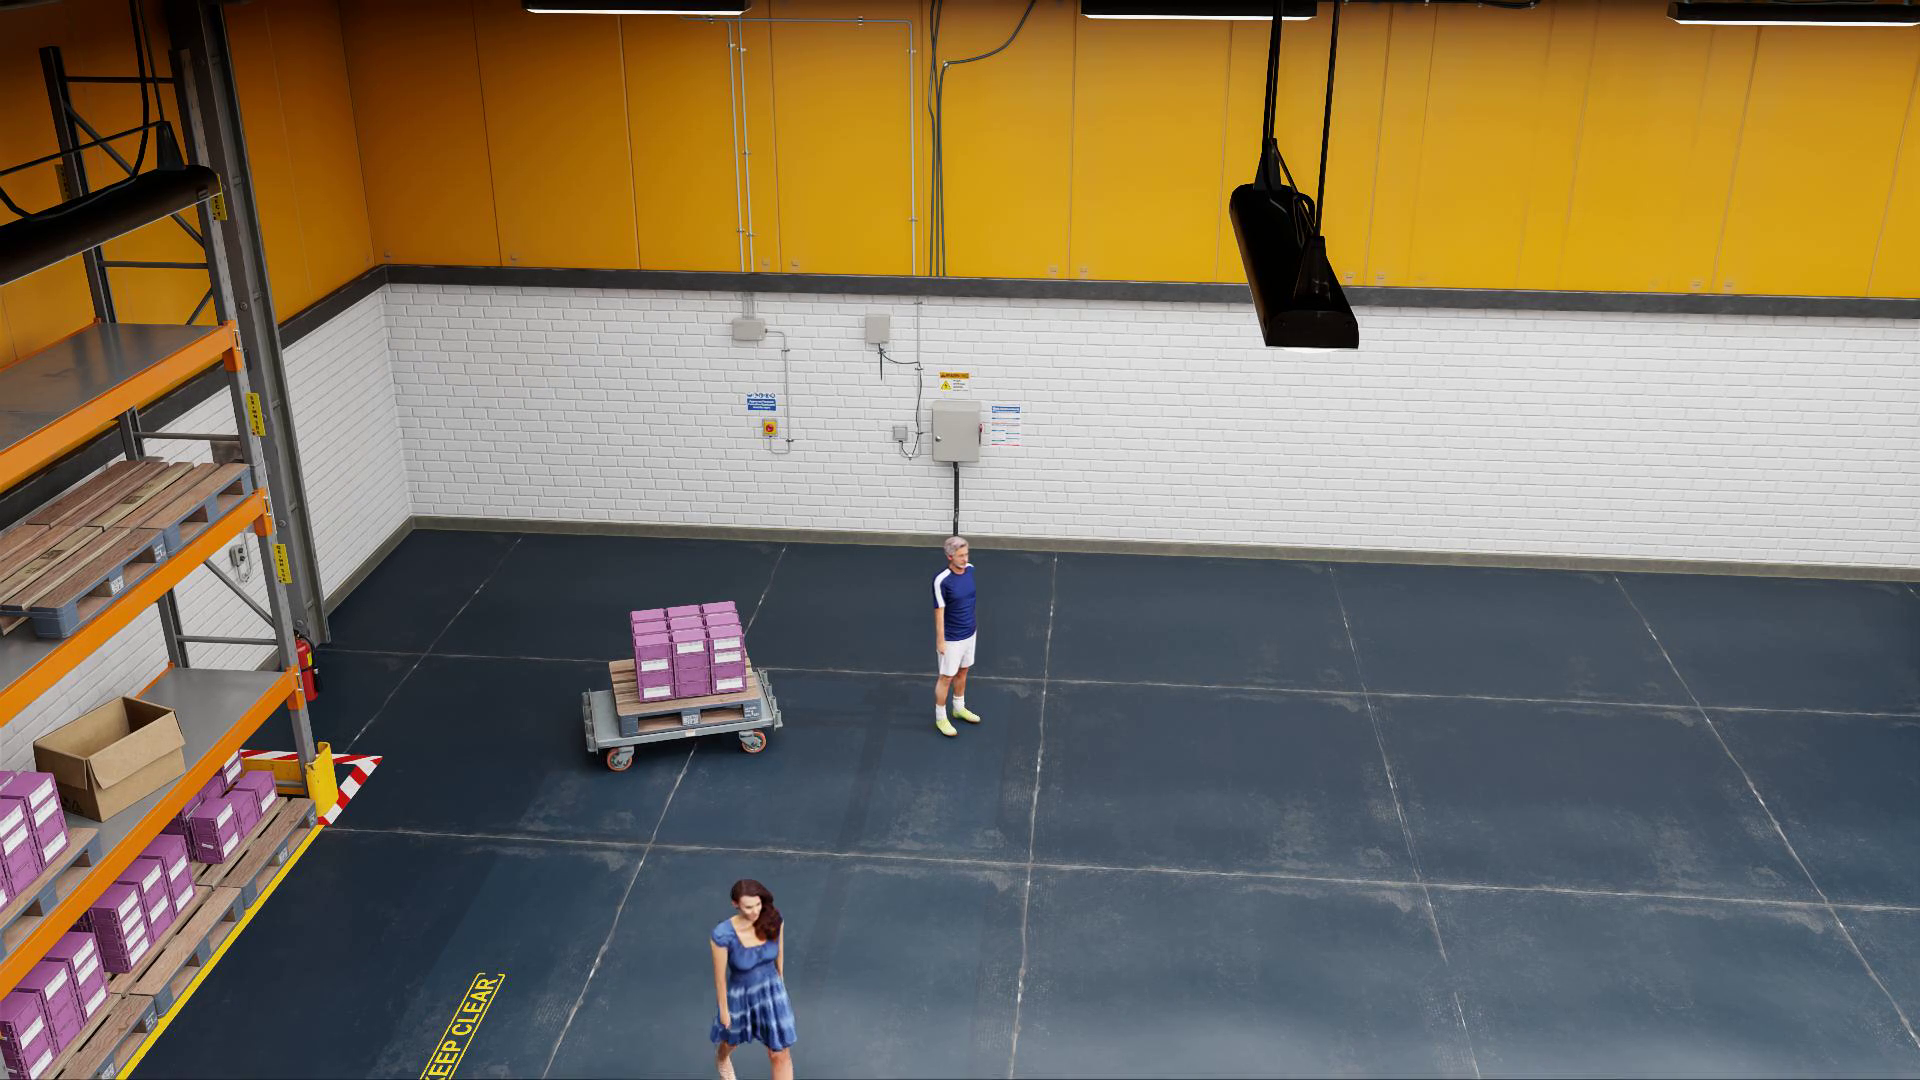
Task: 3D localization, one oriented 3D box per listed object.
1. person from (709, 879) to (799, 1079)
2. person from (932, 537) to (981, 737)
[{"bbox_3d":[-1.296,2.780,10.043,1.063,1.762,1.228,-13,27,-28],"label":"person"},{"bbox_3d":[-0.035,0.798,14.482,0.783,1.837,0.683,19,30,36],"label":"person"}]
